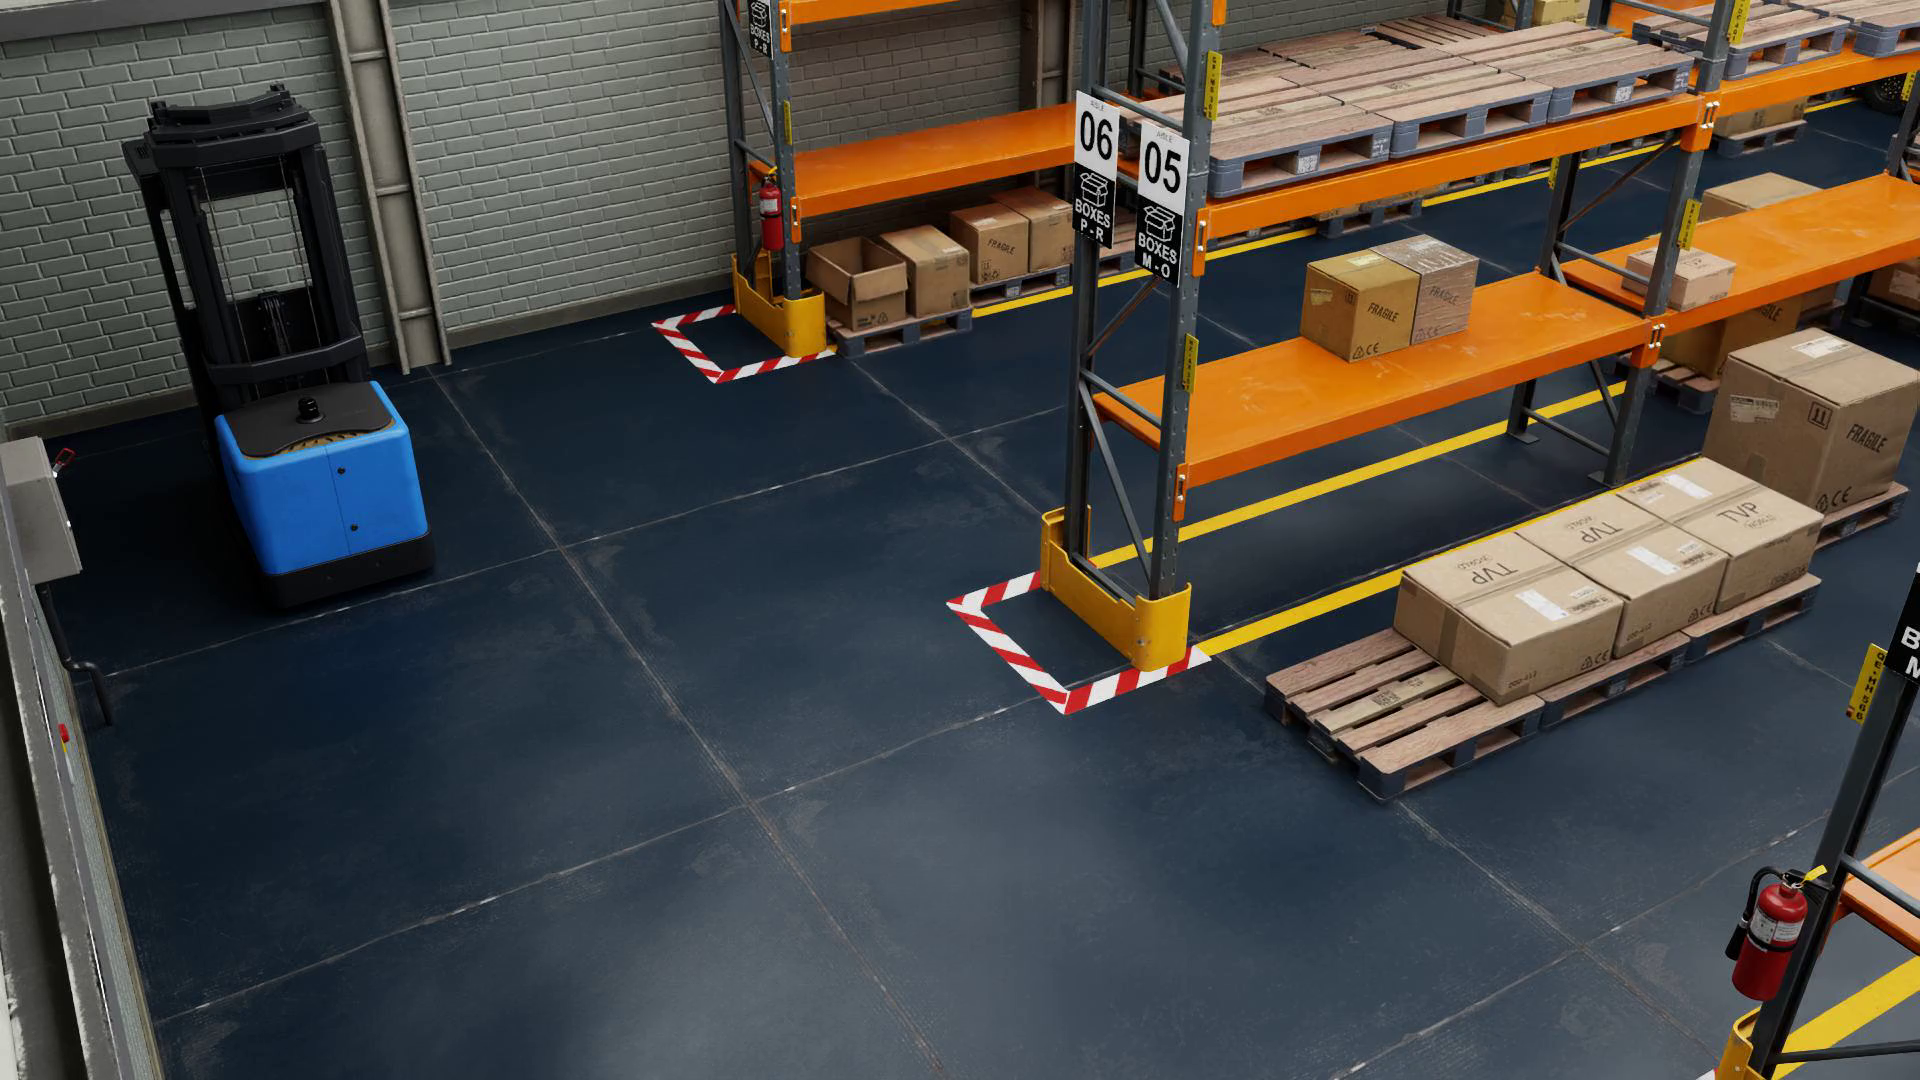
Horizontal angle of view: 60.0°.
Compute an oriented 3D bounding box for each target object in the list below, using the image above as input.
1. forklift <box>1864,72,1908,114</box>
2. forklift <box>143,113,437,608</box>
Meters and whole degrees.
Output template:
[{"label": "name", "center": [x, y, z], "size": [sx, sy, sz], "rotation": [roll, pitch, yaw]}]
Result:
[{"label": "forklift", "center": [11.468, -5.645, 18.244], "size": [1.214, 2.155, 2.313], "rotation": [-17, 36, -26]}, {"label": "forklift", "center": [-4.289, -1.259, 10.509], "size": [1.129, 2.768, 1.873], "rotation": [-17, 36, -26]}]
